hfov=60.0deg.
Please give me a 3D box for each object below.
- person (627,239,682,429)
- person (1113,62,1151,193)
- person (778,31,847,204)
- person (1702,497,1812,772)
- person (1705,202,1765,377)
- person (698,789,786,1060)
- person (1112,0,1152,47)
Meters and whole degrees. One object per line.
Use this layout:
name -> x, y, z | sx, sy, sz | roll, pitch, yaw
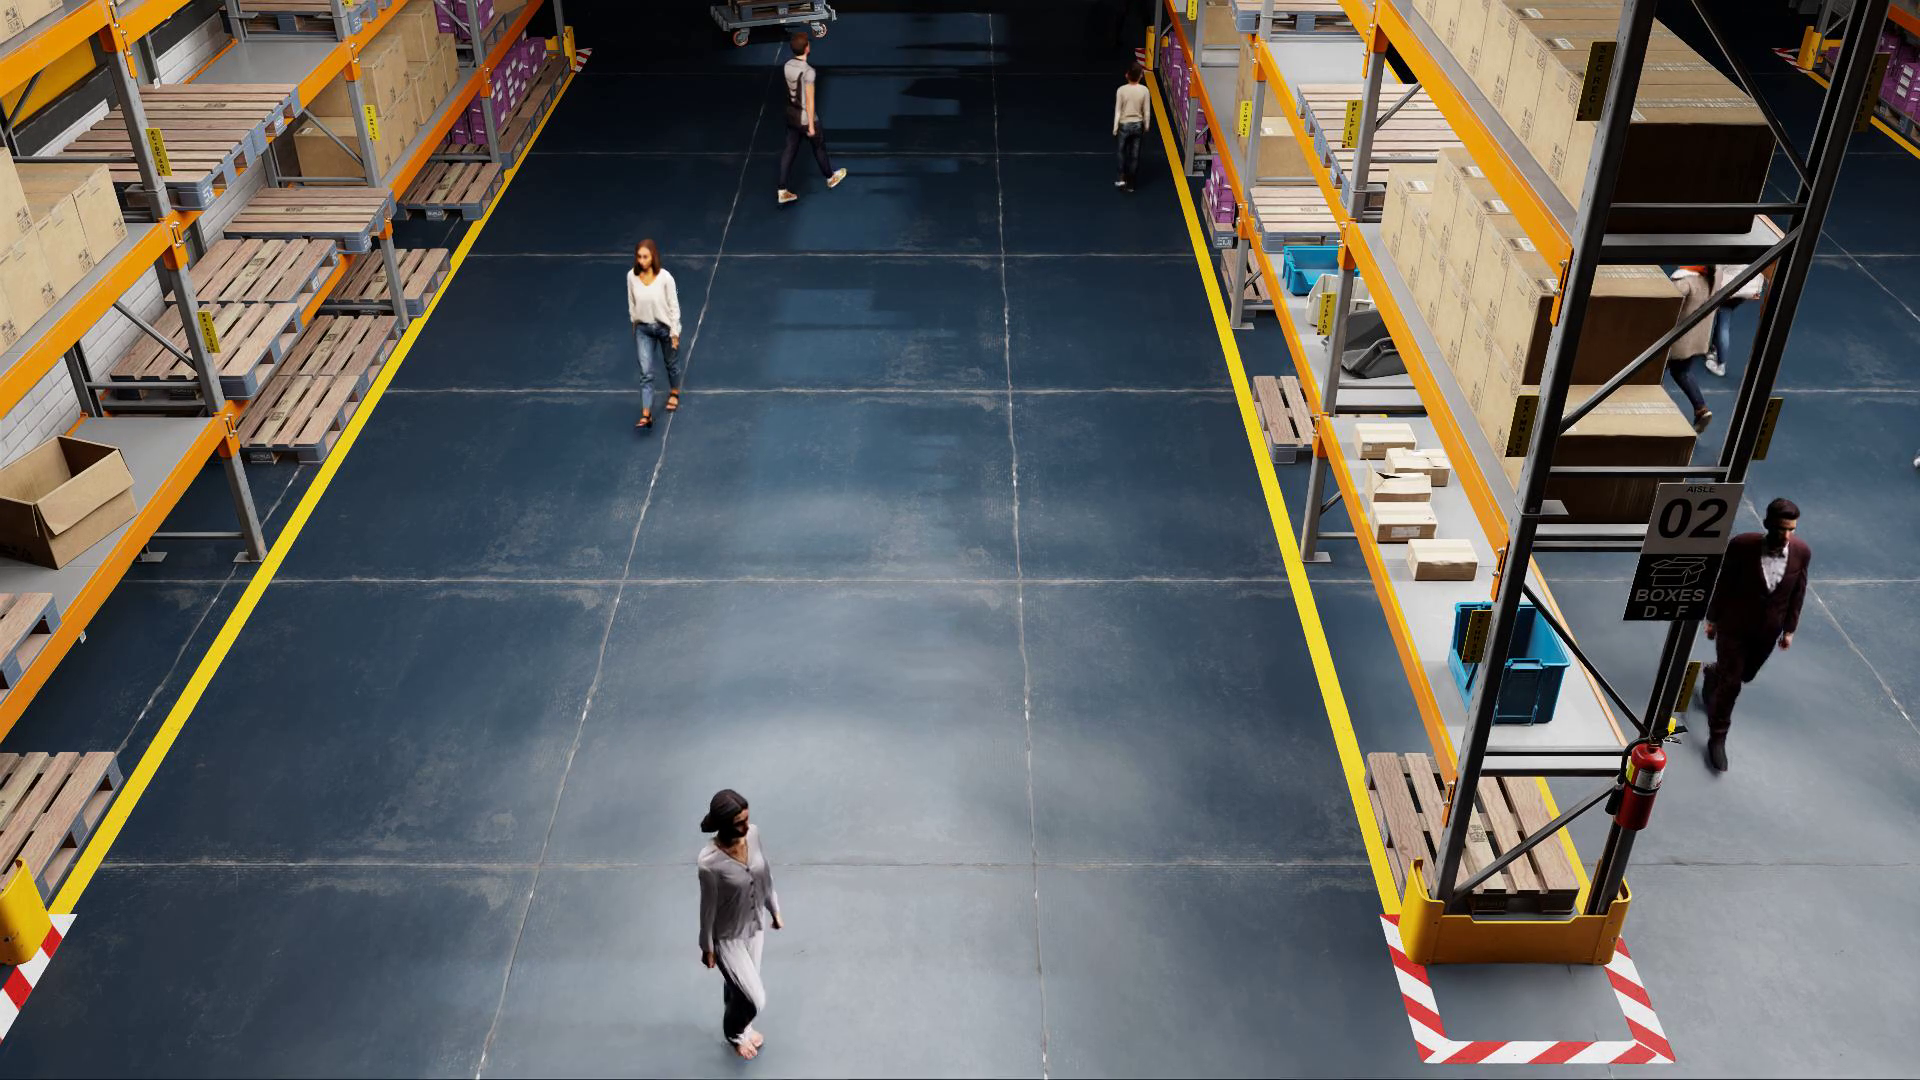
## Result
person -> -2.570, -1.830, 14.310 | 0.754, 1.650, 1.062 | 5, 34, 8
person -> 1.917, -4.597, 18.650 | 0.560, 1.452, 0.513 | -1, 34, -1
person -> -1.796, -4.588, 18.282 | 1.189, 1.844, 1.306 | 25, 41, 32
person -> 5.033, 0.496, 10.634 | 0.762, 1.844, 1.161 | 3, 34, 4
person -> 6.991, -2.225, 14.925 | 0.725, 1.625, 0.798 | -7, 34, -10
person -> -1.223, 1.944, 8.531 | 0.823, 1.760, 0.748 | 21, 39, 29
person -> 2.358, -7.642, 23.100 | 1.071, 1.597, 1.077 | -25, 41, -32
